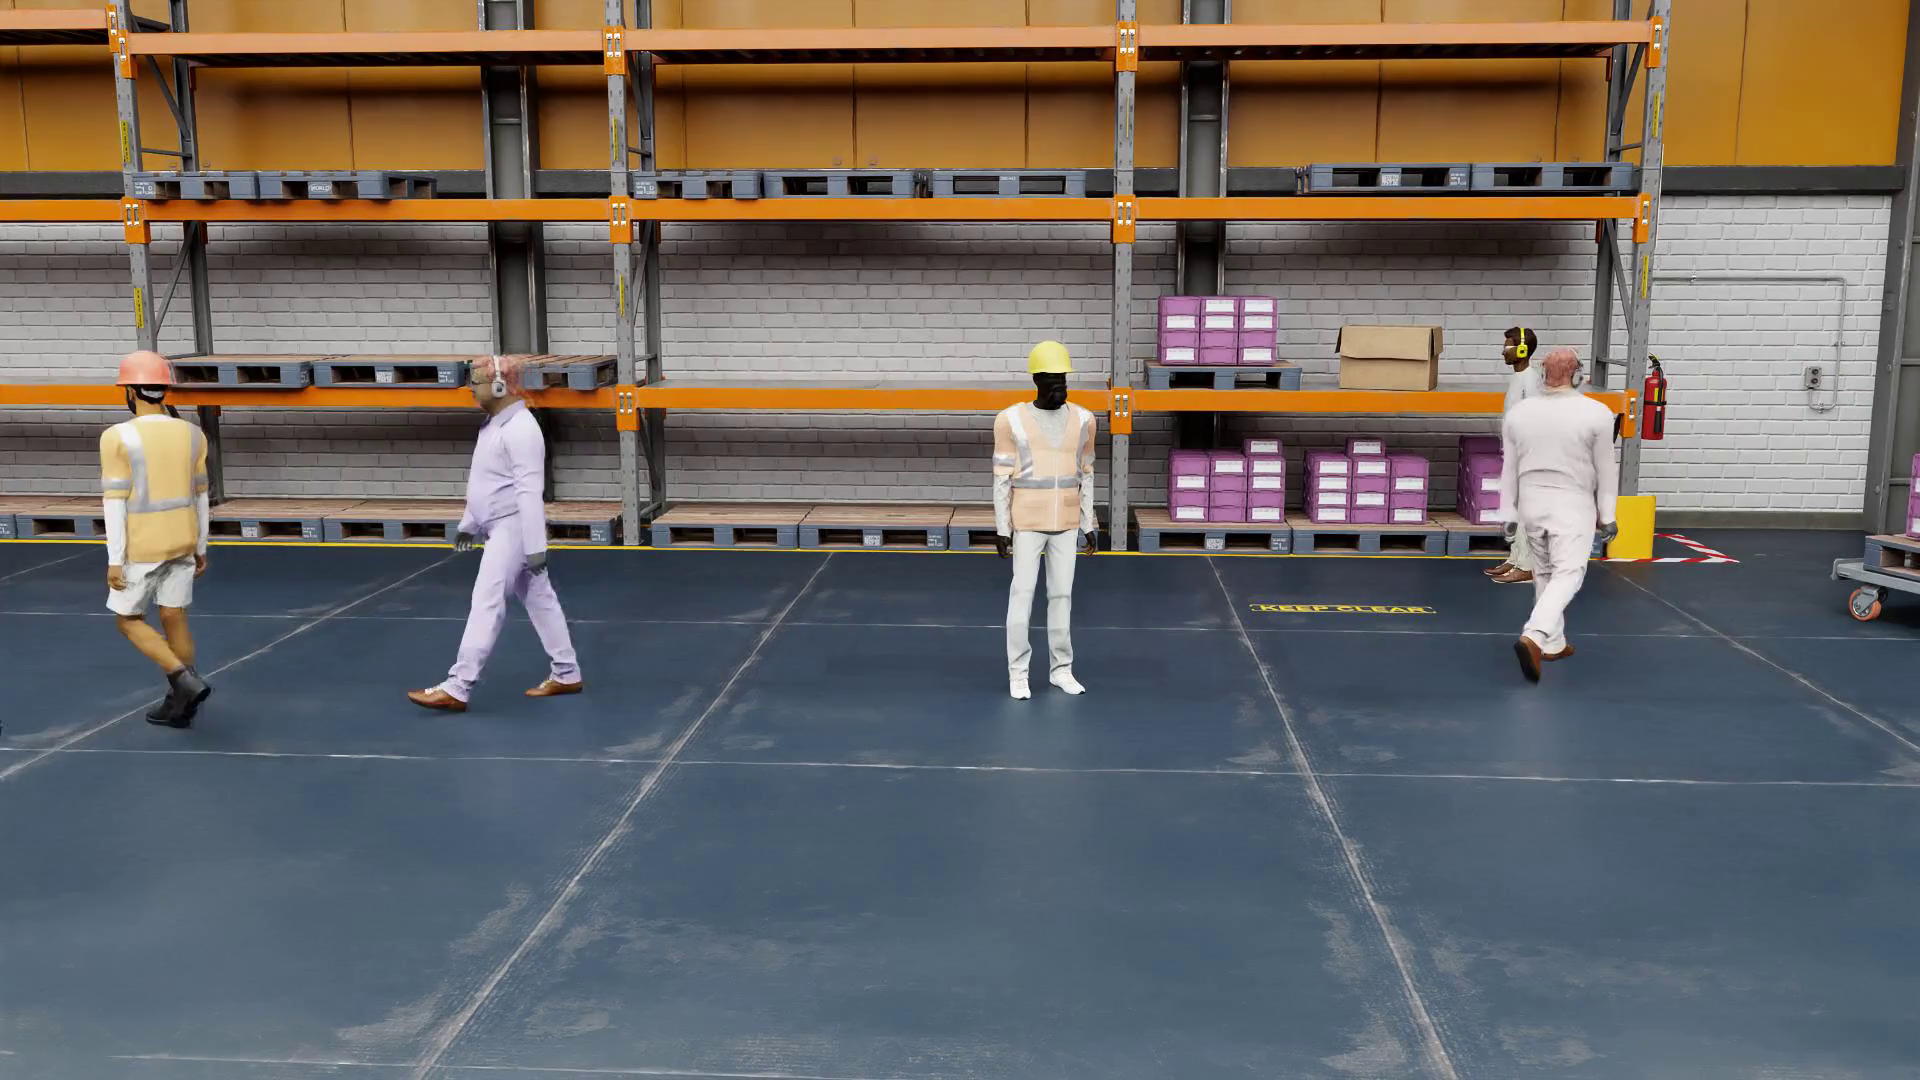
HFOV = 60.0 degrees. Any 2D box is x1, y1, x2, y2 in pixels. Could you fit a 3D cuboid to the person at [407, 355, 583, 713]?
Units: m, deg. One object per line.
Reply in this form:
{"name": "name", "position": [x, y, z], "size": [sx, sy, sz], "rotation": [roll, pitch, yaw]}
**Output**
{"name": "person", "position": [-2.459, -0.029, 8.739], "size": [0.981, 1.863, 0.661], "rotation": [-4, 10, -21]}

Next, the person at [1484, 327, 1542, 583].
{"name": "person", "position": [4.066, -0.617, 12.154], "size": [0.311, 1.869, 0.534], "rotation": [1, 10, 9]}

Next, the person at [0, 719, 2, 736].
{"name": "person", "position": [-3.836, 0.396, 6.135], "size": [0.471, 1.894, 0.624], "rotation": [-3, 10, -20]}

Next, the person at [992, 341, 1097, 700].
{"name": "person", "position": [0.465, -0.106, 8.982], "size": [0.592, 1.930, 0.356], "rotation": [-4, 10, -20]}

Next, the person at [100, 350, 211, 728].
{"name": "person", "position": [-3.948, 0.023, 8.251], "size": [0.522, 1.918, 0.560], "rotation": [6, 11, 30]}

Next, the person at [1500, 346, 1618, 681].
{"name": "person", "position": [3.383, -0.165, 9.501], "size": [0.905, 1.878, 0.636], "rotation": [-9, 13, -41]}
